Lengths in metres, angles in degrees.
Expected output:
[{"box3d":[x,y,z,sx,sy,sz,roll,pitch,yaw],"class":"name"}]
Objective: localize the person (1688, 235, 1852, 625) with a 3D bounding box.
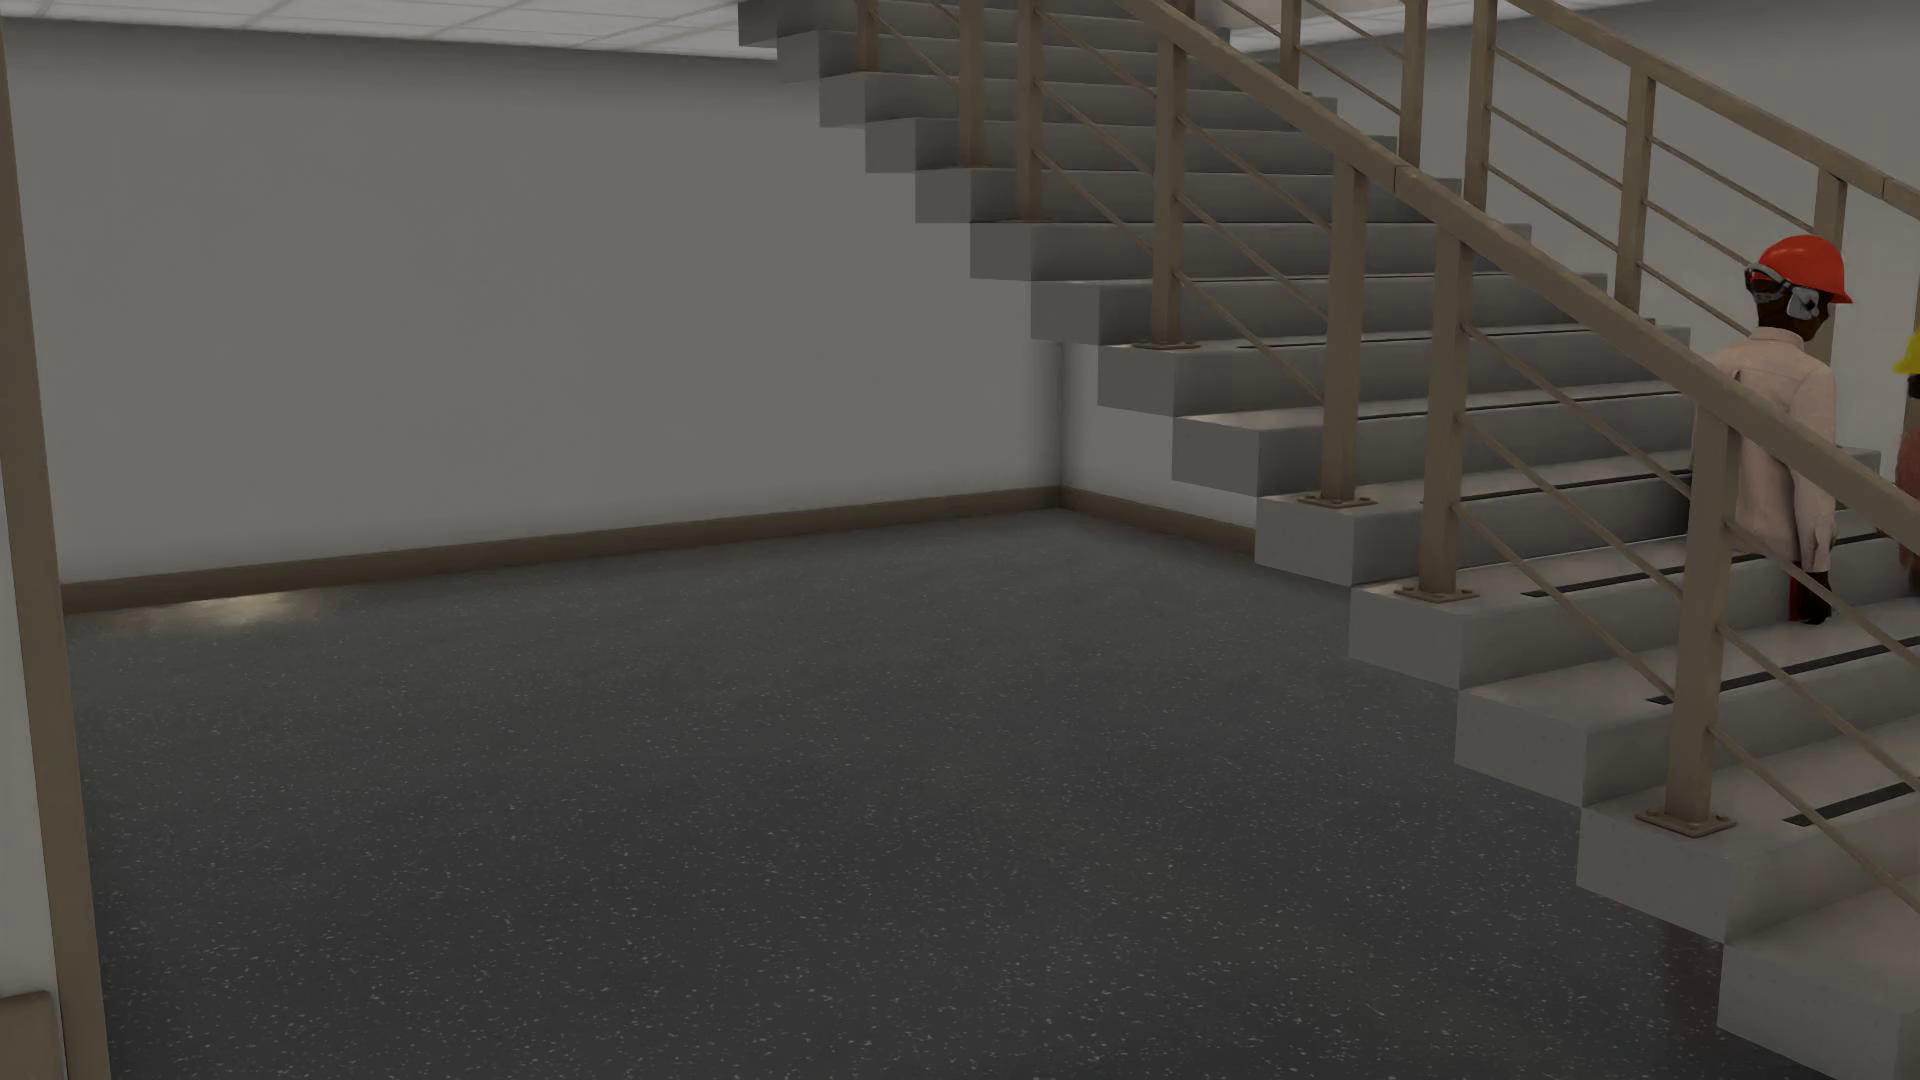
[{"box3d":[2.557,0.040,5.280,0.393,1.985,0.611,-2,11,-10],"class":"person"}]
